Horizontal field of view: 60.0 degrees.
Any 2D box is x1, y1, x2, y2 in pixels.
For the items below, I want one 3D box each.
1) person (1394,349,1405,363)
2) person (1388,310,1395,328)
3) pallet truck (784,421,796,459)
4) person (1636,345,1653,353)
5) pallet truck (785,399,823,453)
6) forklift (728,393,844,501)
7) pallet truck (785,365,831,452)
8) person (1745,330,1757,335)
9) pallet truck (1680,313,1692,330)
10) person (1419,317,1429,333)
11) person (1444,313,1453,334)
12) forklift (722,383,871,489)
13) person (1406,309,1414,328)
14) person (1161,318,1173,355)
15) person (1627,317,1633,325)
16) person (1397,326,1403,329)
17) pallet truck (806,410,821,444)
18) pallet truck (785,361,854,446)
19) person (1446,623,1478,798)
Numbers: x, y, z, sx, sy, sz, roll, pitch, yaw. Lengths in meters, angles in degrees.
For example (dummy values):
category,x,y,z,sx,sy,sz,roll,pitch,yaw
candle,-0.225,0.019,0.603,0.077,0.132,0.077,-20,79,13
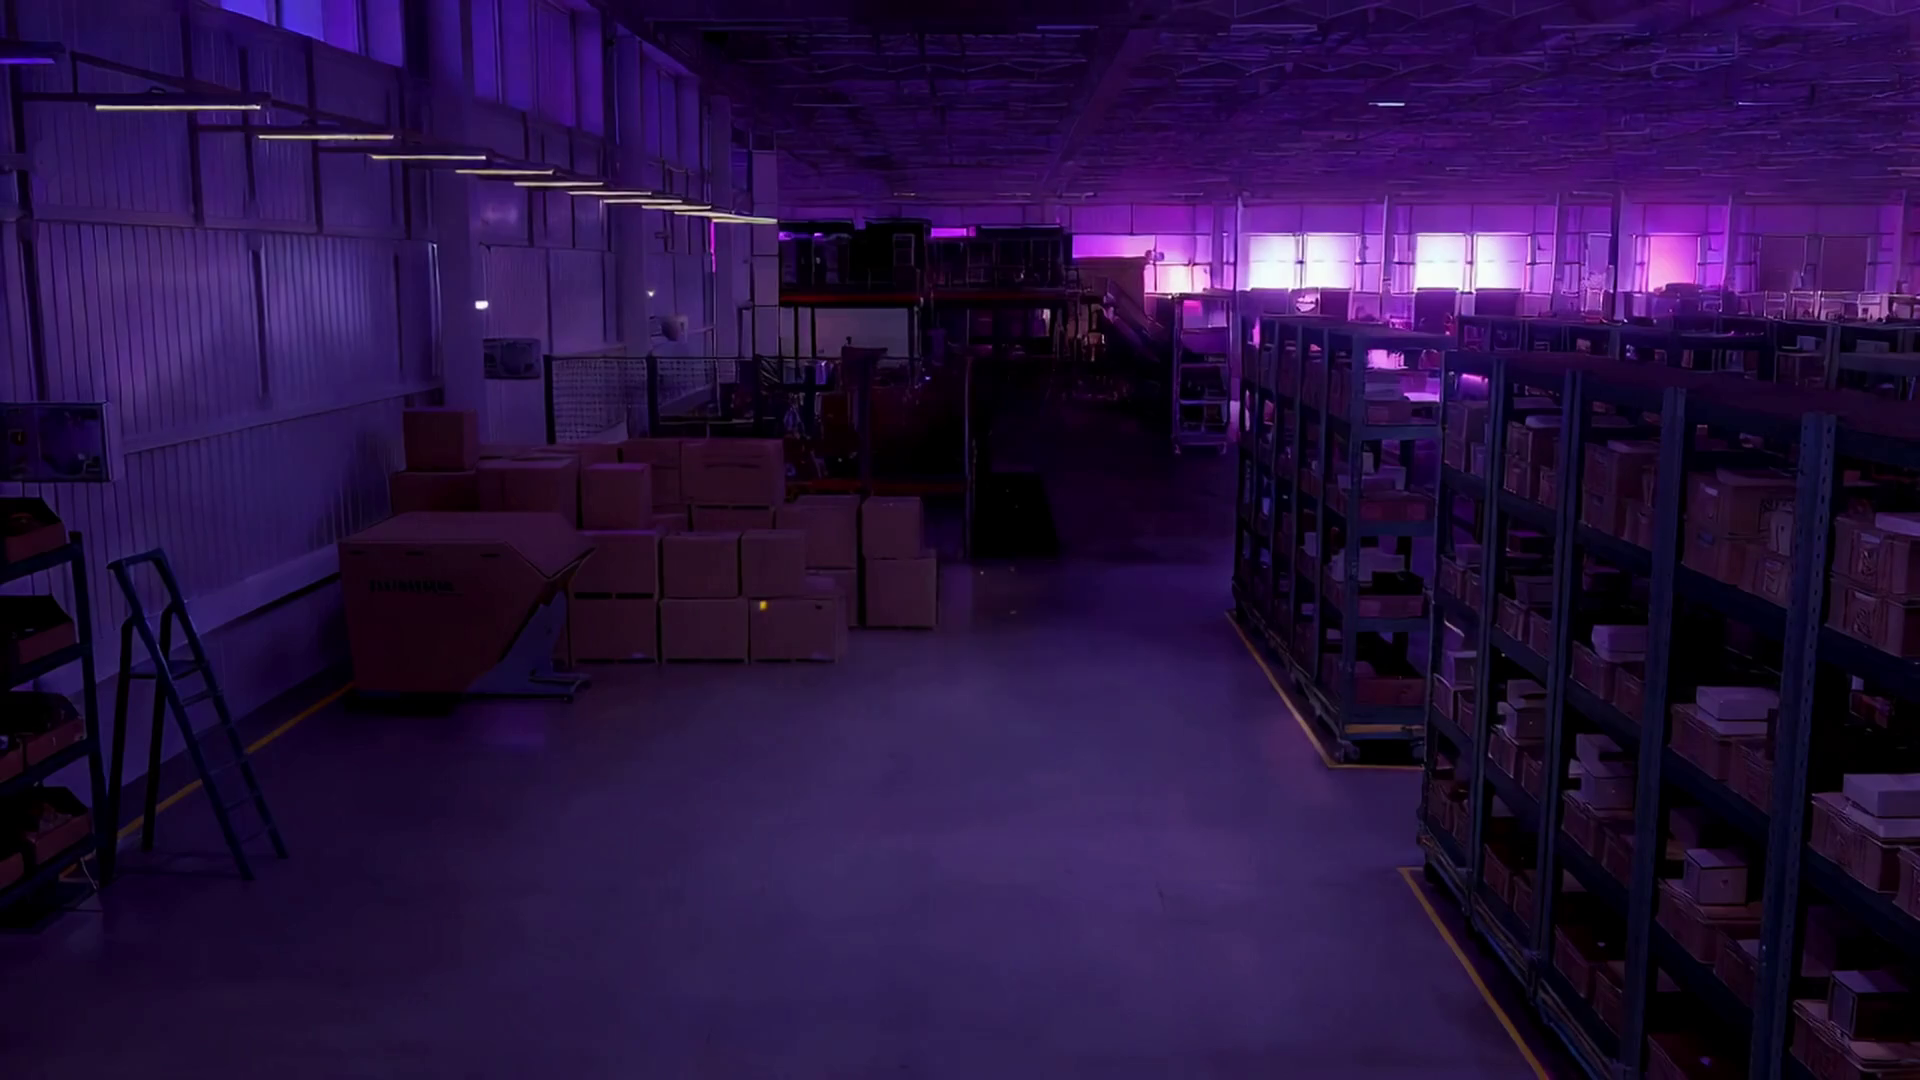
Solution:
category,x,y,z,sx,sy,sz,roll,pitch,yaw
person,13.574,-5.079,51.336,0.333,1.763,0.527,-2,9,-14
person,23.497,-11.540,90.651,0.374,1.935,0.552,3,10,18
pallet truck,-4.013,-1.793,32.705,1.601,1.201,0.680,0,9,1
person,24.425,-6.527,59.406,0.674,2.000,0.535,0,9,-1
pallet truck,-3.814,-2.432,36.419,1.630,1.274,0.653,0,9,1
forklift,-2.979,-1.316,26.476,2.680,1.987,1.157,0,9,1
pallet truck,-3.774,-2.976,37.635,1.885,1.965,0.823,1,9,5
person,38.768,-9.946,81.572,0.548,1.685,0.426,3,10,17
pallet truck,36.315,-10.531,84.244,0.823,1.965,1.885,-6,11,-33
person,21.340,-9.295,76.629,0.393,1.990,0.616,-3,10,-20
person,25.211,-10.775,85.947,0.419,1.940,0.600,-4,10,-23
forklift,-2.893,-1.687,28.729,2.680,1.987,1.157,0,9,-1
person,25.630,-12.204,94.807,0.393,1.921,0.585,9,13,42
person,10.040,-9.888,80.799,0.650,1.825,0.436,-3,10,-16
person,31.393,-9.489,78.079,0.396,1.913,0.599,-8,12,-40
person,16.350,-6.947,61.989,0.380,2.045,0.605,1,9,5
pallet truck,-3.559,-2.018,33.905,1.522,1.261,0.704,0,9,-1
pallet truck,-3.410,-3.193,38.978,1.885,1.965,0.823,0,9,-1
person,3.971,1.180,12.559,0.815,1.819,0.575,0,9,-3
